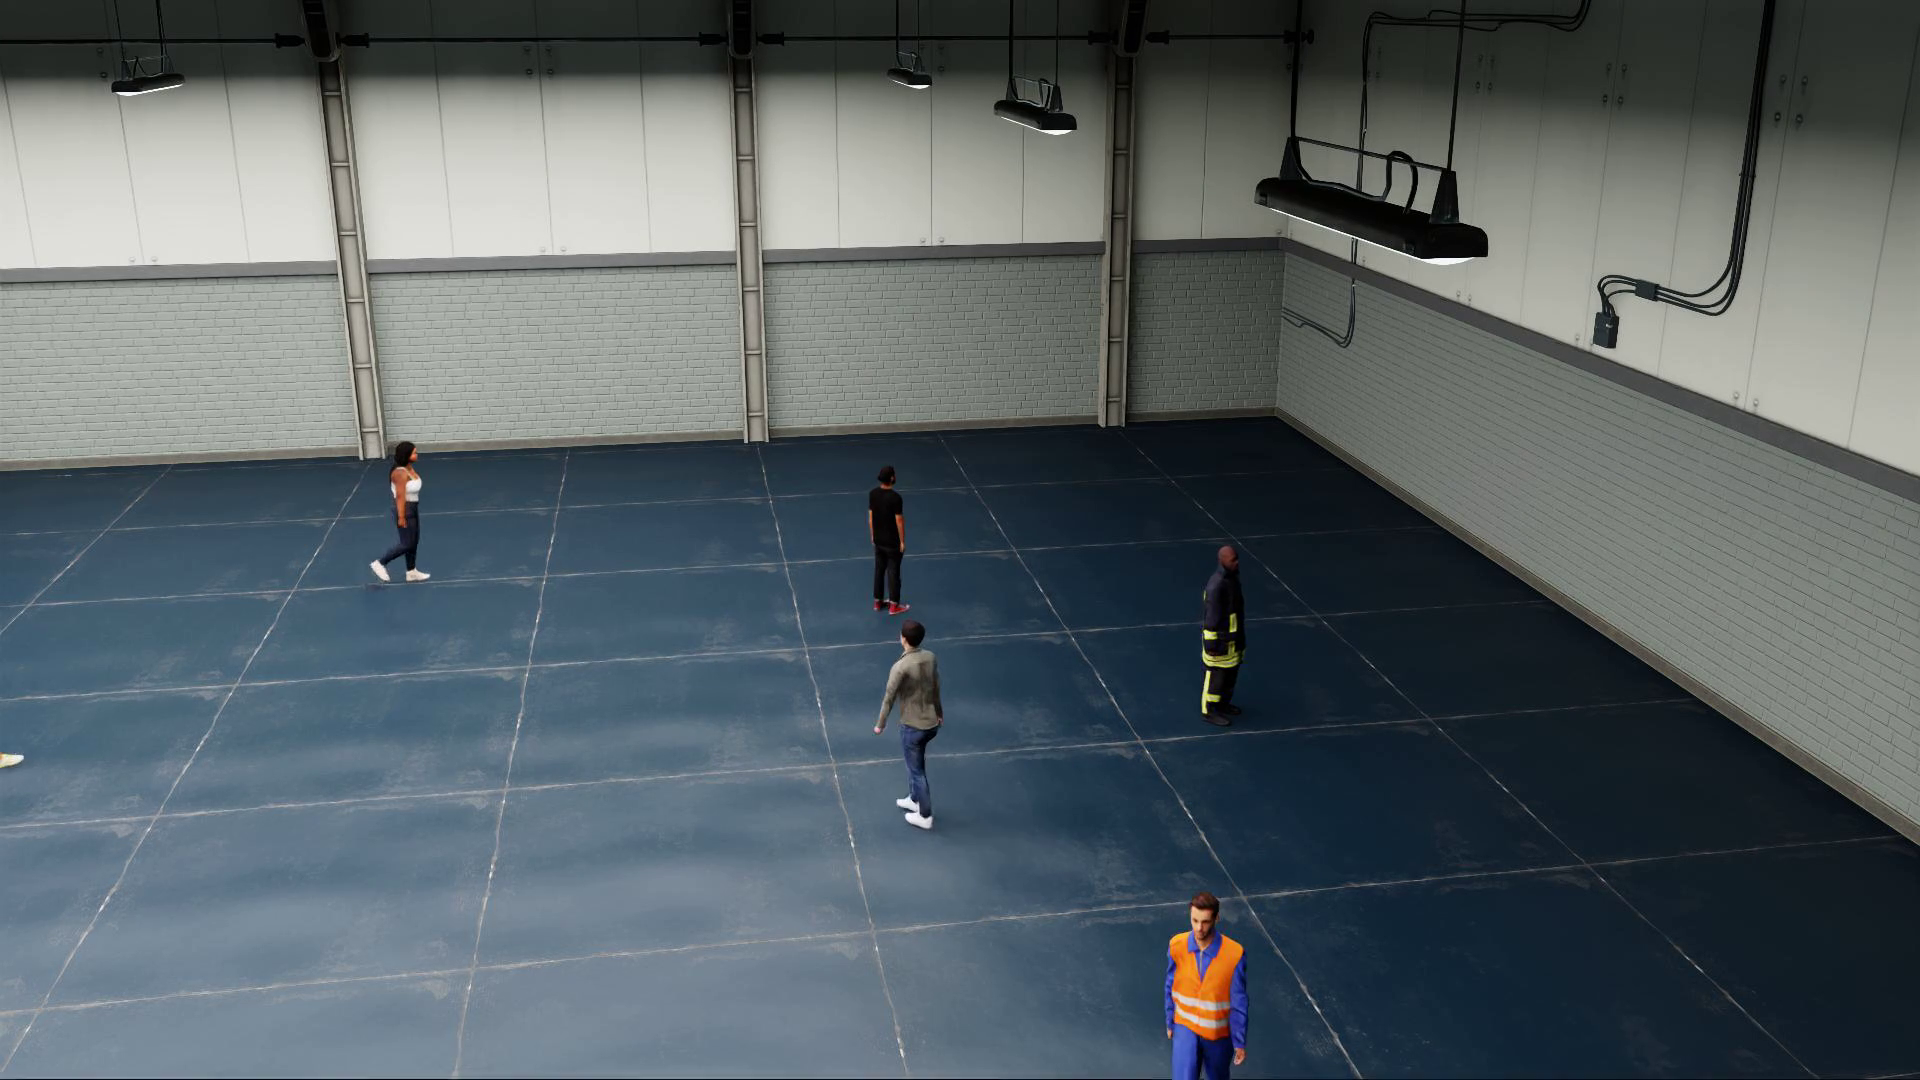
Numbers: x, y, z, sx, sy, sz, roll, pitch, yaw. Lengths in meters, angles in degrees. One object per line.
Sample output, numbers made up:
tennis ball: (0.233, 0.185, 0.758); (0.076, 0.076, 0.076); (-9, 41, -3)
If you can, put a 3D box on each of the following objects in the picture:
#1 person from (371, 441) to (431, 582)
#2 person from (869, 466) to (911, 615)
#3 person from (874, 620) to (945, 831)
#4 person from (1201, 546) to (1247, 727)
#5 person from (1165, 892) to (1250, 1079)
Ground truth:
person: (-6.866, -0.317, 20.290); (0.882, 1.784, 0.630); (-2, 18, -7)
person: (-0.845, -0.011, 19.393); (0.704, 1.757, 0.762); (12, 22, 33)
person: (-0.300, 1.616, 14.258); (0.974, 1.843, 0.911); (12, 22, 33)
person: (2.587, 0.912, 16.456); (0.911, 1.820, 0.864); (10, 21, 29)
person: (1.517, 2.960, 10.153); (1.236, 1.830, 1.048); (4, 18, 12)
